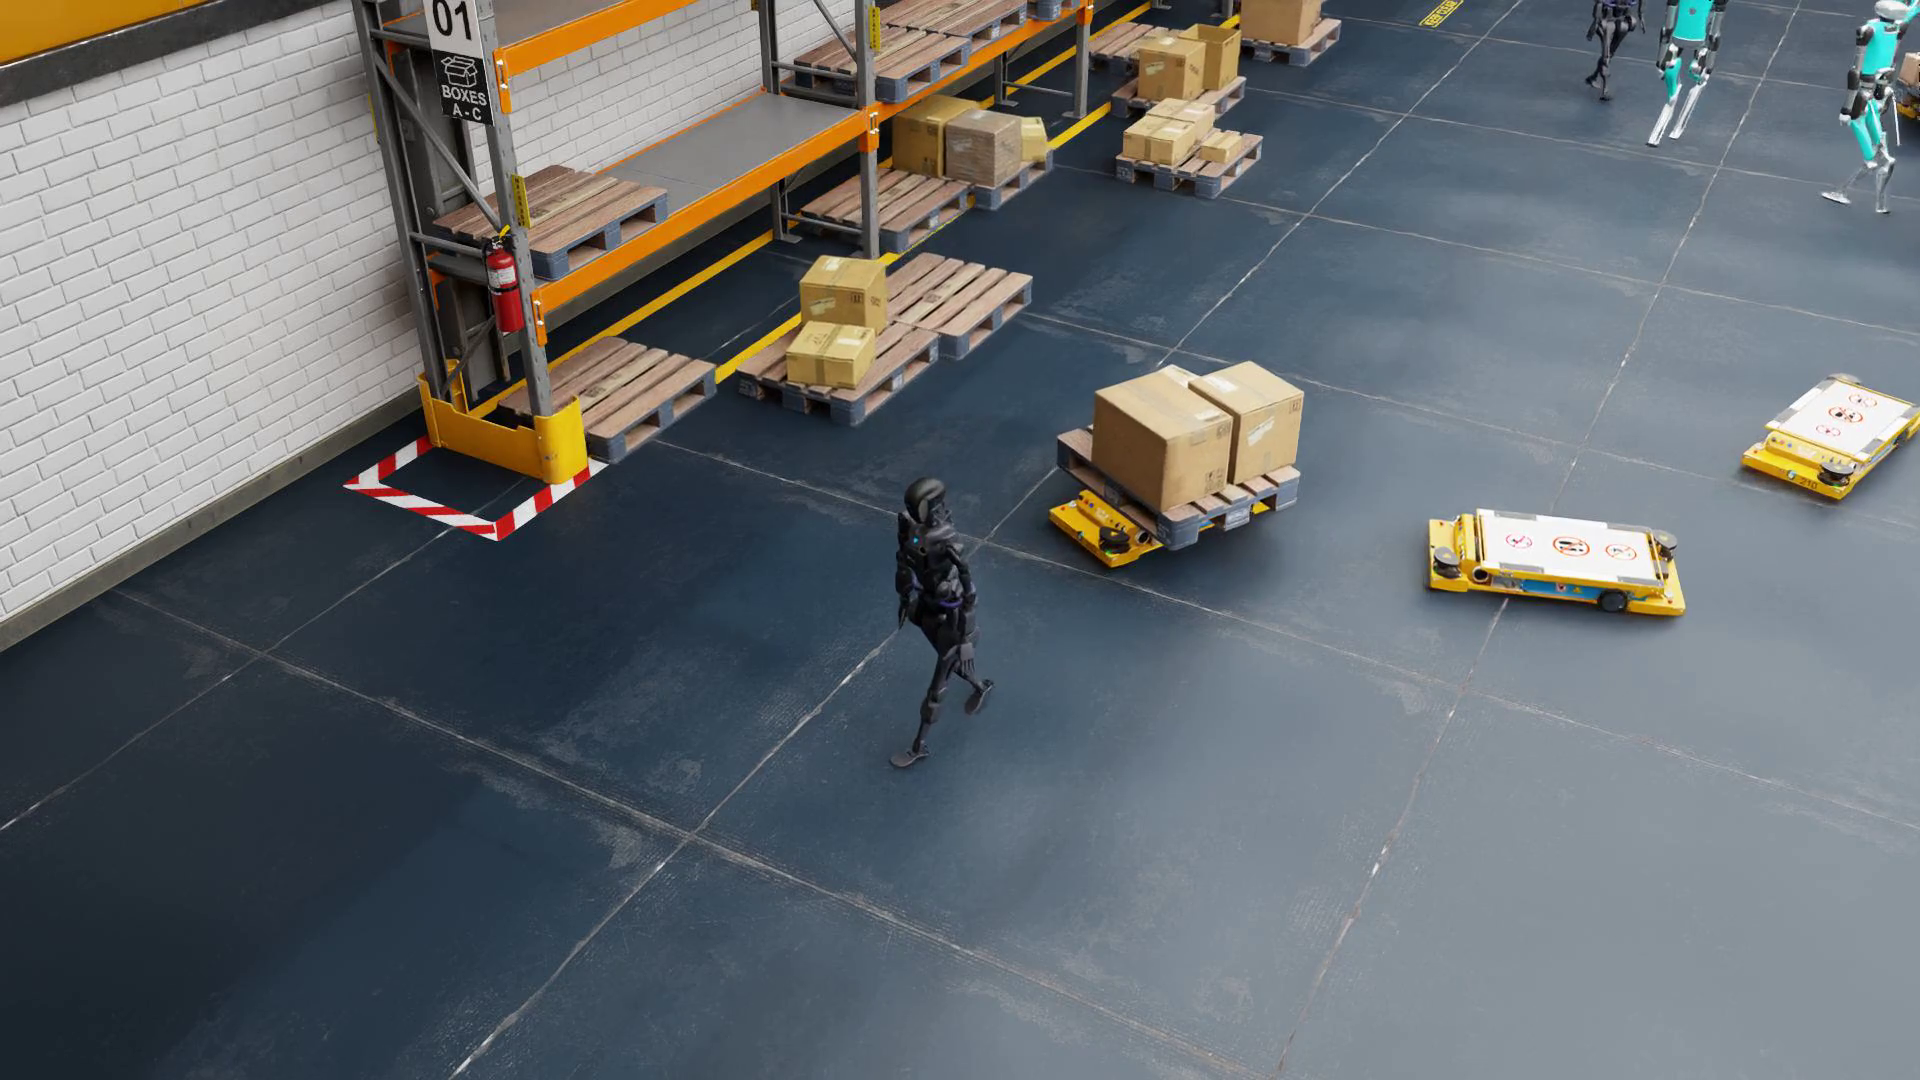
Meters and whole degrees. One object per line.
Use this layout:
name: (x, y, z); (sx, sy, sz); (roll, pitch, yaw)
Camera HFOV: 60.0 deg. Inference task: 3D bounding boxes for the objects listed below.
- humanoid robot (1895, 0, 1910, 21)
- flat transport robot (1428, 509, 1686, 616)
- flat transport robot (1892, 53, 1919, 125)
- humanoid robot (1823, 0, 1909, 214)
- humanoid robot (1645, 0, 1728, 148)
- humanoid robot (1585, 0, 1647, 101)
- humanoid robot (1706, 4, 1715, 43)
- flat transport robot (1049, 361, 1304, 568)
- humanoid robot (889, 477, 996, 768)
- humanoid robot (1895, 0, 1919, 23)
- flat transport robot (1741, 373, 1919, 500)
humanoid robot: (10.375, -6.228, 18.273); (0.575, 1.807, 0.791); (-28, 43, -35)
flat transport robot: (3.554, 0.124, 9.960); (1.431, 0.231, 0.659); (7, 34, 10)
flat transport robot: (9.957, -4.095, 16.344); (0.659, 0.231, 1.431); (-5, 34, -8)
humanoid robot: (8.027, -3.653, 14.429); (0.542, 1.870, 0.831); (-15, 36, -22)
humanoid robot: (6.856, -4.524, 15.659); (0.547, 1.736, 1.009); (21, 39, 29)
humanoid robot: (6.754, -5.352, 17.020); (0.615, 1.619, 0.812); (-5, 34, -8)
humanoid robot: (8.566, -6.464, 18.696); (0.589, 1.623, 0.794); (26, 41, 33)
flat transport robot: (1.335, -0.256, 10.535); (1.431, 0.231, 0.659); (-20, 38, -27)
humanoid robot: (-0.078, 0.357, 8.382); (0.829, 1.623, 0.586); (-27, 42, -35)
humanoid robot: (9.889, -5.672, 17.394); (0.543, 1.736, 0.975); (28, 43, 35)
flat transport robot: (5.928, -0.719, 11.236); (1.431, 0.231, 0.659); (-28, 43, -35)
